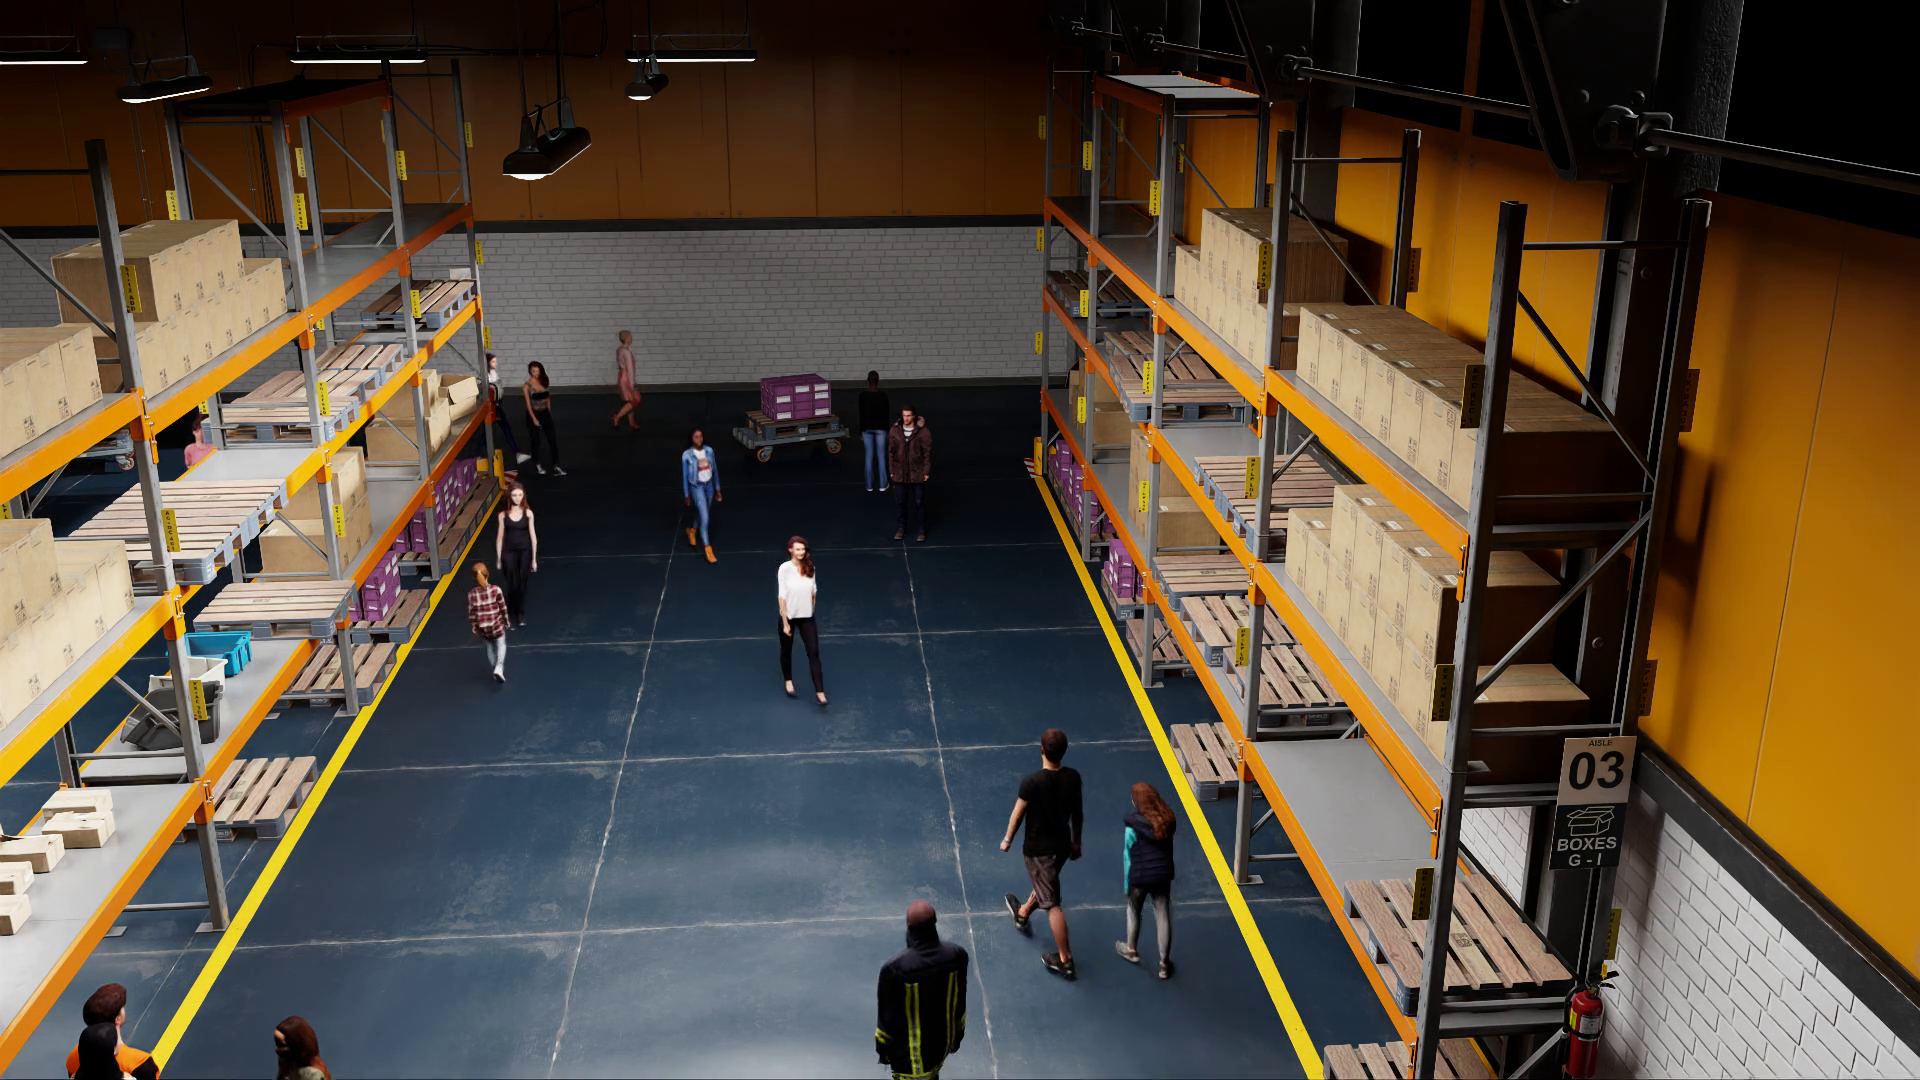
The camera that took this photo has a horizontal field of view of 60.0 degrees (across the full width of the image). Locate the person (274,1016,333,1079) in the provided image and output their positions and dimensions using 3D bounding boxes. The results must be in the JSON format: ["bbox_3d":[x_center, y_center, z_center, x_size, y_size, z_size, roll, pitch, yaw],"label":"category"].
[{"bbox_3d":[-3.748,3.383,9.580,0.742,1.476,0.666,-18,25,-42],"label":"person"}]

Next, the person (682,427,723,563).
[{"bbox_3d":[-3.315,-0.607,21.116,1.031,1.674,1.233,-14,23,-37],"label":"person"}]

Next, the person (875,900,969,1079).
[{"bbox_3d":[-0.196,3.036,10.104,1.035,1.798,1.271,-10,21,-26],"label":"person"}]

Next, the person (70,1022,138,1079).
[{"bbox_3d":[-4.551,3.399,9.063,0.701,1.775,0.700,2,19,7],"label":"person"}]

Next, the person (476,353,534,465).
[{"bbox_3d":[-7.073,-1.902,24.884,0.726,1.723,1.058,0,19,0],"label":"person"}]

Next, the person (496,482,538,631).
[{"bbox_3d":[-5.021,0.143,18.819,0.713,1.719,0.782,-7,20,-19],"label":"person"}]

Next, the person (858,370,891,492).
[{"bbox_3d":[-1.229,-1.567,23.850,0.631,1.749,0.590,2,19,6],"label":"person"}]

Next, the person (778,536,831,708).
[{"bbox_3d":[-1.700,0.801,16.808,0.887,1.757,1.147,-9,21,-25],"label":"person"}]

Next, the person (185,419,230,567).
[{"bbox_3d":[-9.271,-0.564,20.594,0.780,1.925,1.150,-5,19,-14],"label":"person"}]

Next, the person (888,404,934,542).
[{"bbox_3d":[-0.648,-0.895,21.710,0.830,1.842,0.786,5,19,14],"label":"person"}]

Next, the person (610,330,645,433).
[{"bbox_3d":[-5.427,-2.535,26.832,0.879,1.679,0.871,-13,23,-34],"label":"person"}]

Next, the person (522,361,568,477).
[{"bbox_3d":[-6.274,-1.788,24.531,0.967,1.733,1.083,-17,25,-41],"label":"person"}]

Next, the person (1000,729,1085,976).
[{"bbox_3d":[0.697,2.325,12.204,1.065,1.806,1.304,-12,22,-32],"label":"person"}]

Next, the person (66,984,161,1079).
[{"bbox_3d":[-4.578,3.307,9.157,0.723,1.889,0.690,2,19,6],"label":"person"}]

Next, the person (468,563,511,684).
[{"bbox_3d":[-4.887,0.893,17.269,0.571,1.288,0.741,-1,19,-2],"label":"person"}]

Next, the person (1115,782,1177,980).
[{"bbox_3d":[1.423,2.499,12.201,0.678,1.478,0.800,-5,19,-16],"label":"person"}]
